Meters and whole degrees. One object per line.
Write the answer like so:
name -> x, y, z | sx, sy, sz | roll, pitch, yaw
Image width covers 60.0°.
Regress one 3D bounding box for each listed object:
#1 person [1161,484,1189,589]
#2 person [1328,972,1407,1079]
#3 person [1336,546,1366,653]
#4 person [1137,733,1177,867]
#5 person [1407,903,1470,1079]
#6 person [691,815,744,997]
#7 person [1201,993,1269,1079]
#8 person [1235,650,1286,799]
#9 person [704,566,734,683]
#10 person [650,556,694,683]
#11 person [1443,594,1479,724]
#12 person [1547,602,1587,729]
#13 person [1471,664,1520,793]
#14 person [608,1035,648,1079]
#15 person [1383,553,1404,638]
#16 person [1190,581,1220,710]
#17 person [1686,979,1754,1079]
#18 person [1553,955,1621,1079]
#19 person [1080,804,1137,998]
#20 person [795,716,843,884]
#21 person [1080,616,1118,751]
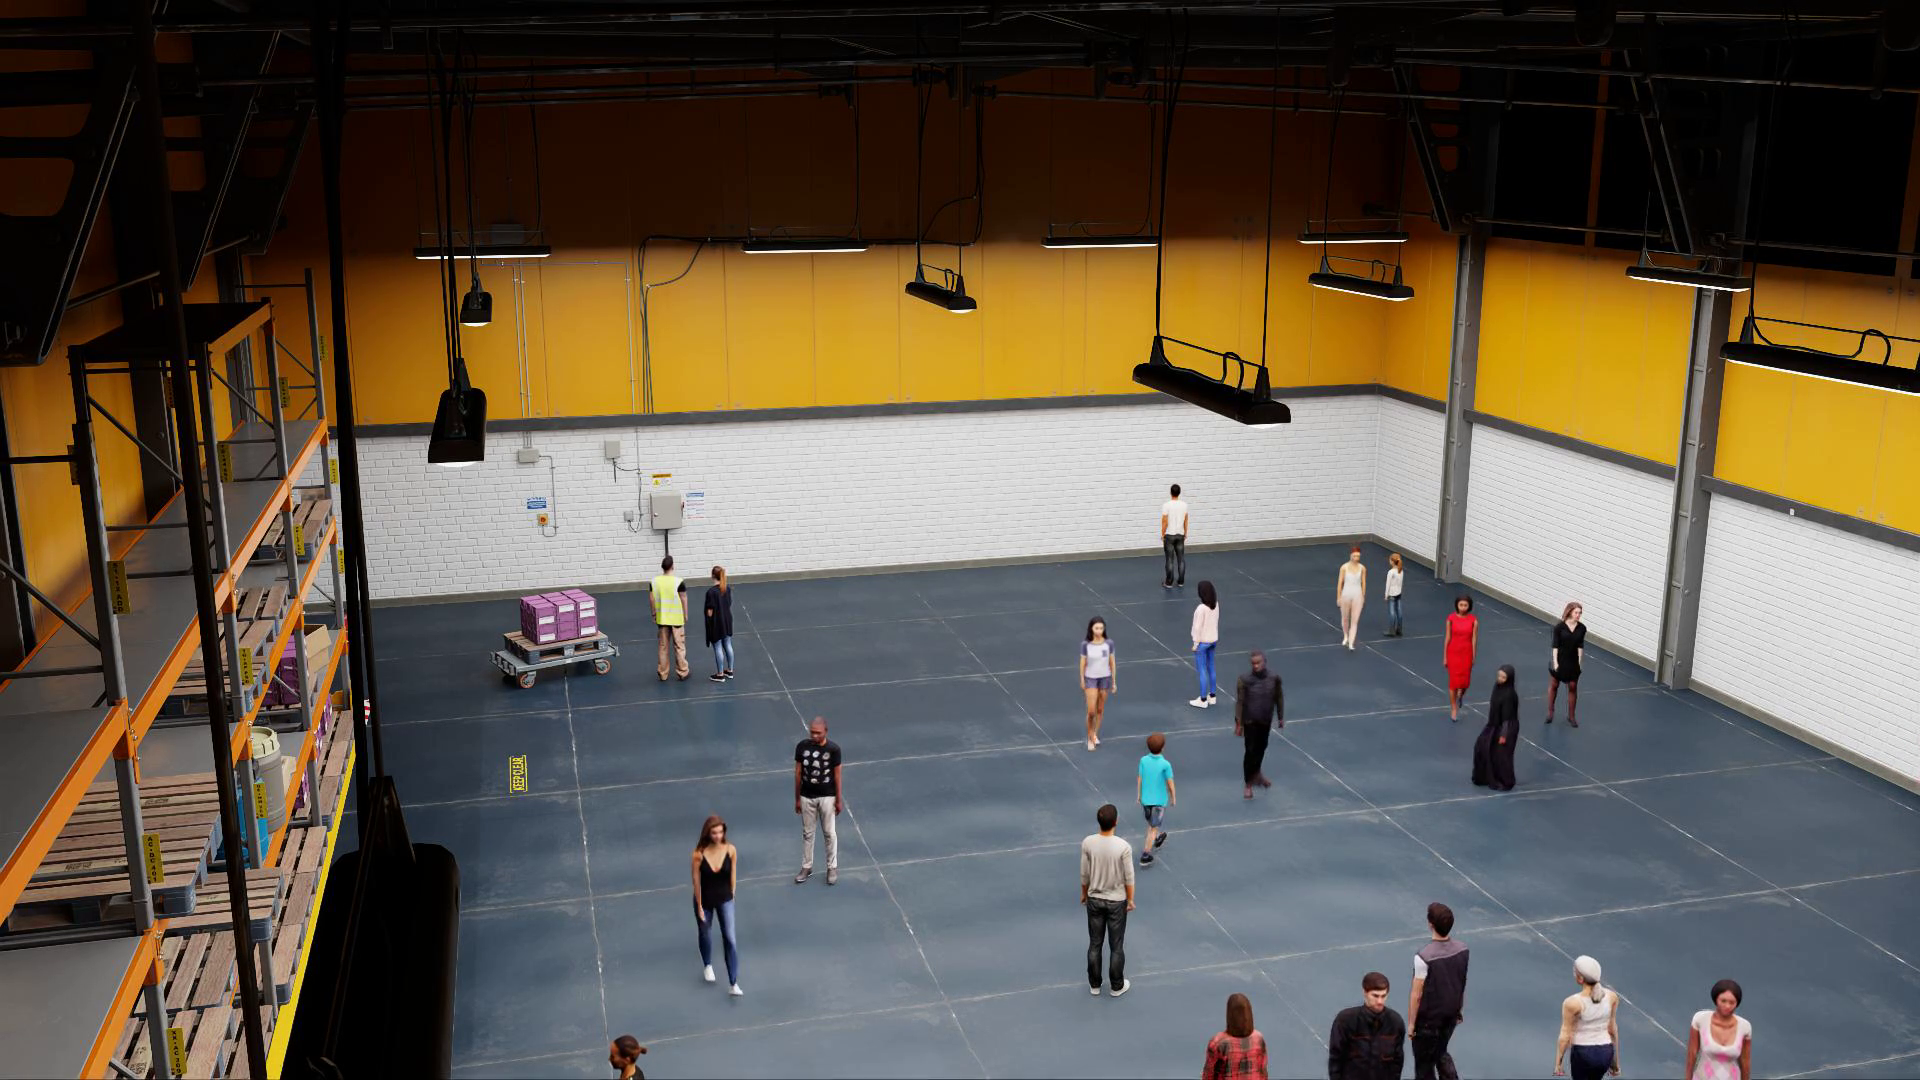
person -> 3.710, -0.083, 28.792 | 0.634, 1.803, 0.520 | -4, 14, -16
person -> 2.895, 3.964, 12.082 | 0.914, 1.802, 1.212 | 0, 14, -1
person -> 5.945, 0.872, 25.273 | 0.859, 1.604, 1.084 | 3, 14, 11
person -> 2.047, 2.791, 17.759 | 0.941, 1.409, 0.979 | 9, 16, 32
person -> 3.771, 3.737, 12.942 | 0.714, 1.838, 0.799 | -6, 15, -22
person -> -2.265, 3.277, 15.176 | 0.594, 1.680, 1.019 | -4, 14, -17
person -> 1.989, 4.094, 11.841 | 0.660, 1.662, 1.083 | -5, 14, -19
person -> 3.518, 2.130, 19.698 | 0.752, 1.783, 0.983 | -5, 15, -21
person -> -3.439, 1.185, 23.811 | 0.747, 1.683, 0.722 | 11, 18, 39
person -> -4.135, 1.115, 23.753 | 0.798, 1.847, 0.827 | 1, 14, 4
person -> 6.652, 1.554, 22.183 | 0.746, 1.733, 0.838 | 3, 14, 12
person -> 7.978, 1.615, 22.032 | 0.699, 1.685, 0.806 | 1, 14, 5
person -> 6.476, 2.203, 19.759 | 0.796, 1.612, 0.733 | 1, 14, 3
person -> -2.238, 4.176, 11.490 | 0.638, 1.669, 0.457 | -3, 14, -13
person -> 6.790, 0.857, 25.953 | 0.516, 1.312, 0.536 | -9, 16, -32
person -> 3.359, 1.411, 22.700 | 0.730, 1.768, 0.719 | -13, 19, -42
person -> 5.525, 3.982, 12.162 | 0.824, 1.729, 0.917 | 5, 14, 19
person -> 4.743, 3.946, 12.403 | 0.650, 1.685, 0.629 | -2, 14, -8
person -> 1.325, 3.248, 15.019 | 0.741, 1.811, 0.758 | 5, 14, 20
person -> -1.475, 2.685, 17.360 | 0.745, 1.804, 0.734 | 2, 14, 7
person -> 1.743, 1.787, 21.258 | 0.631, 1.714, 0.773 | -2, 14, -9
